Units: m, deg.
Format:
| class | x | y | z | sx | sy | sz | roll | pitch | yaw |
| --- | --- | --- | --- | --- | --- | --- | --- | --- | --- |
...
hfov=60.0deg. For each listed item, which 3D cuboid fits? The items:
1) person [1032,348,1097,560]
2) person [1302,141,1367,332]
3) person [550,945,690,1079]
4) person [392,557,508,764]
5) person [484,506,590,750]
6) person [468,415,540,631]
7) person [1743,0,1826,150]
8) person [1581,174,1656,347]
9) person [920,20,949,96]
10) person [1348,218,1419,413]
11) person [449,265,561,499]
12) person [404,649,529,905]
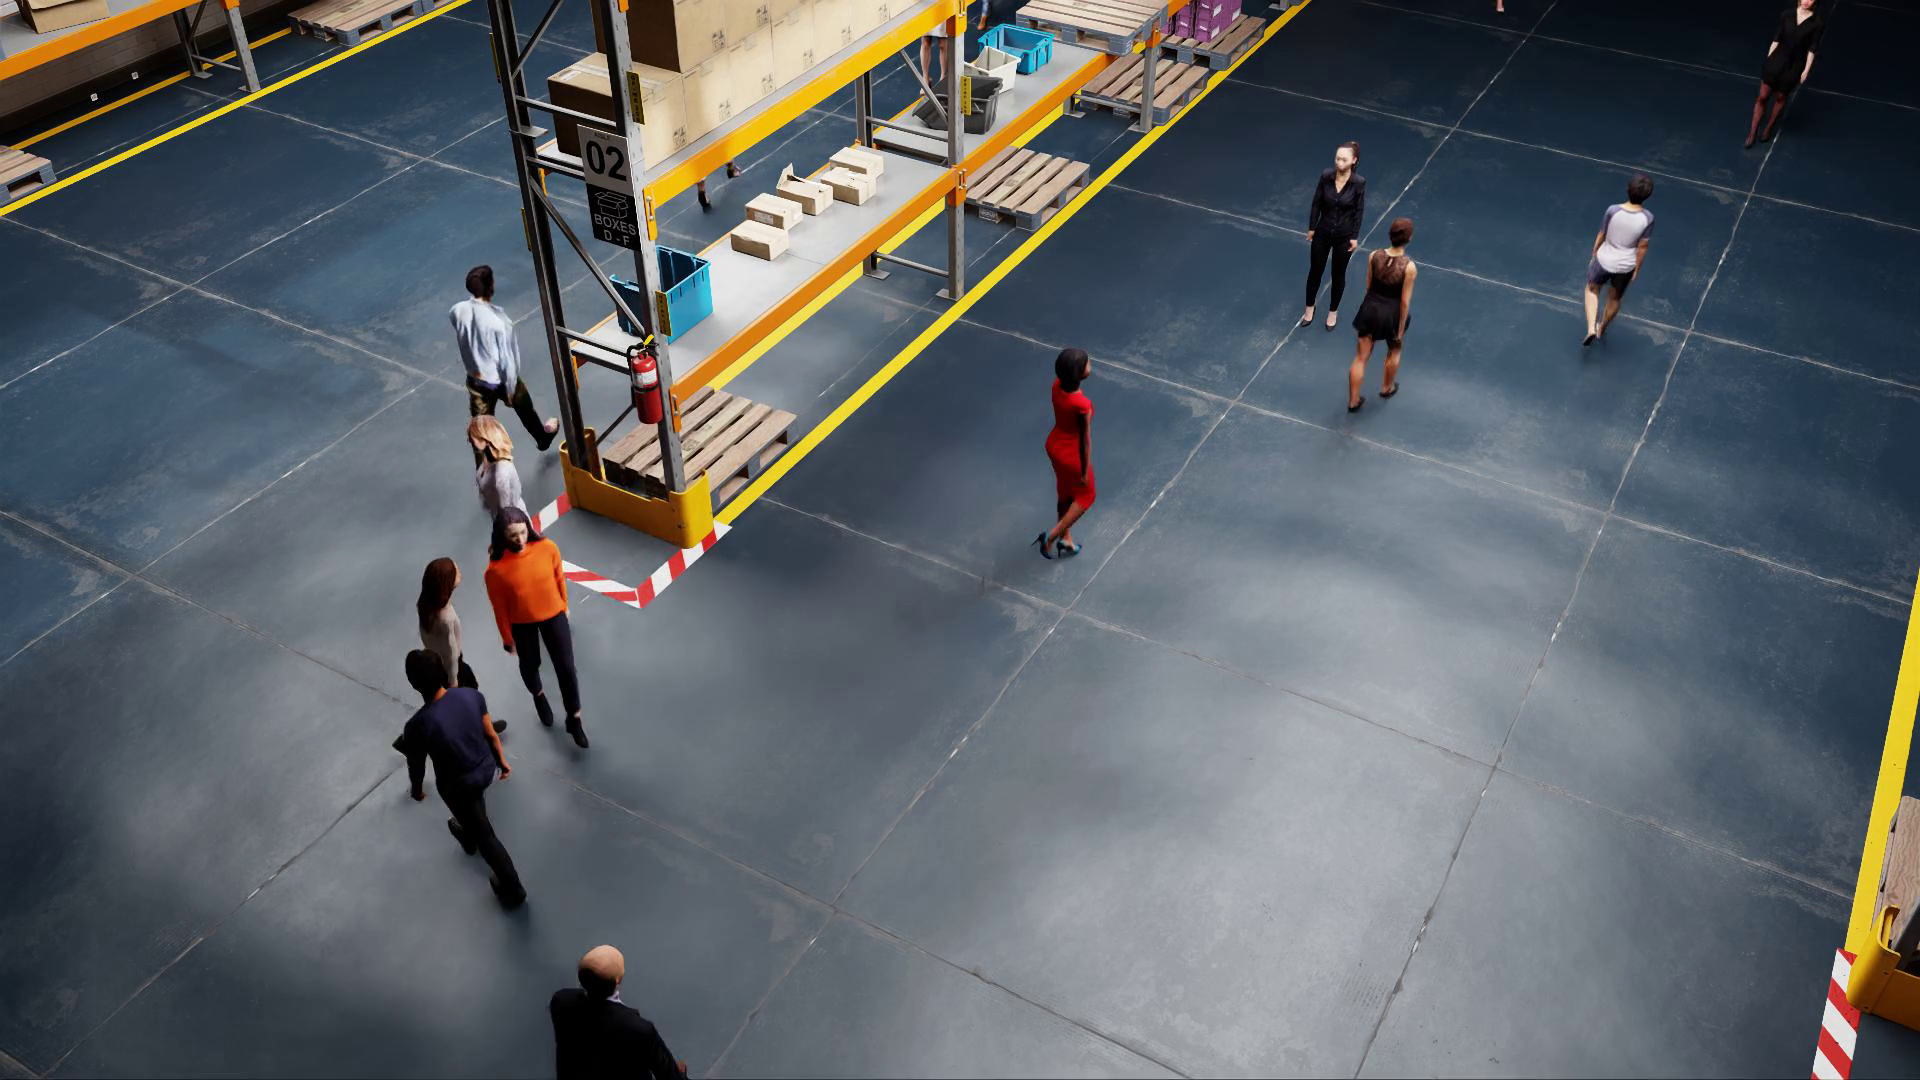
| class | x | y | z | sx | sy | sz | roll | pitch | yaw |
| --- | --- | --- | --- | --- | --- | --- | --- | --- | --- |
| person | 0.690 | -0.542 | 11.485 | 0.824 | 1.731 | 0.740 | -21 | 43 | -24 |
| person | 3.145 | -2.552 | 14.018 | 0.599 | 1.712 | 0.516 | 15 | 41 | 18 |
| person | -1.616 | 2.554 | 7.582 | 0.755 | 1.764 | 1.100 | 17 | 42 | 21 |
| person | -3.180 | 0.784 | 10.052 | 1.007 | 1.449 | 0.784 | -25 | 45 | -28 |
| person | -2.647 | 0.448 | 10.244 | 0.898 | 1.732 | 0.919 | -19 | 42 | -23 |
| person | -2.841 | -0.084 | 10.874 | 0.827 | 1.778 | 0.761 | -15 | 41 | -18 |
| person | 8.423 | -4.839 | 16.903 | 0.654 | 1.684 | 0.834 | 25 | 45 | 28 |
| person | 5.443 | -2.290 | 13.821 | 0.668 | 1.549 | 0.857 | 12 | 40 | 14 |
| person | -0.276 | -5.650 | 17.847 | 0.735 | 1.775 | 0.747 | 7 | 39 | 8 |
| person | 3.258 | -1.719 | 13.019 | 0.626 | 1.656 | 0.793 | 23 | 44 | 26 |
| person | -3.474 | -1.114 | 12.183 | 0.829 | 1.754 | 1.238 | 12 | 40 | 15 |
| person | -2.650 | 1.354 | 9.093 | 0.805 | 1.754 | 0.954 | 25 | 45 | 28 |
